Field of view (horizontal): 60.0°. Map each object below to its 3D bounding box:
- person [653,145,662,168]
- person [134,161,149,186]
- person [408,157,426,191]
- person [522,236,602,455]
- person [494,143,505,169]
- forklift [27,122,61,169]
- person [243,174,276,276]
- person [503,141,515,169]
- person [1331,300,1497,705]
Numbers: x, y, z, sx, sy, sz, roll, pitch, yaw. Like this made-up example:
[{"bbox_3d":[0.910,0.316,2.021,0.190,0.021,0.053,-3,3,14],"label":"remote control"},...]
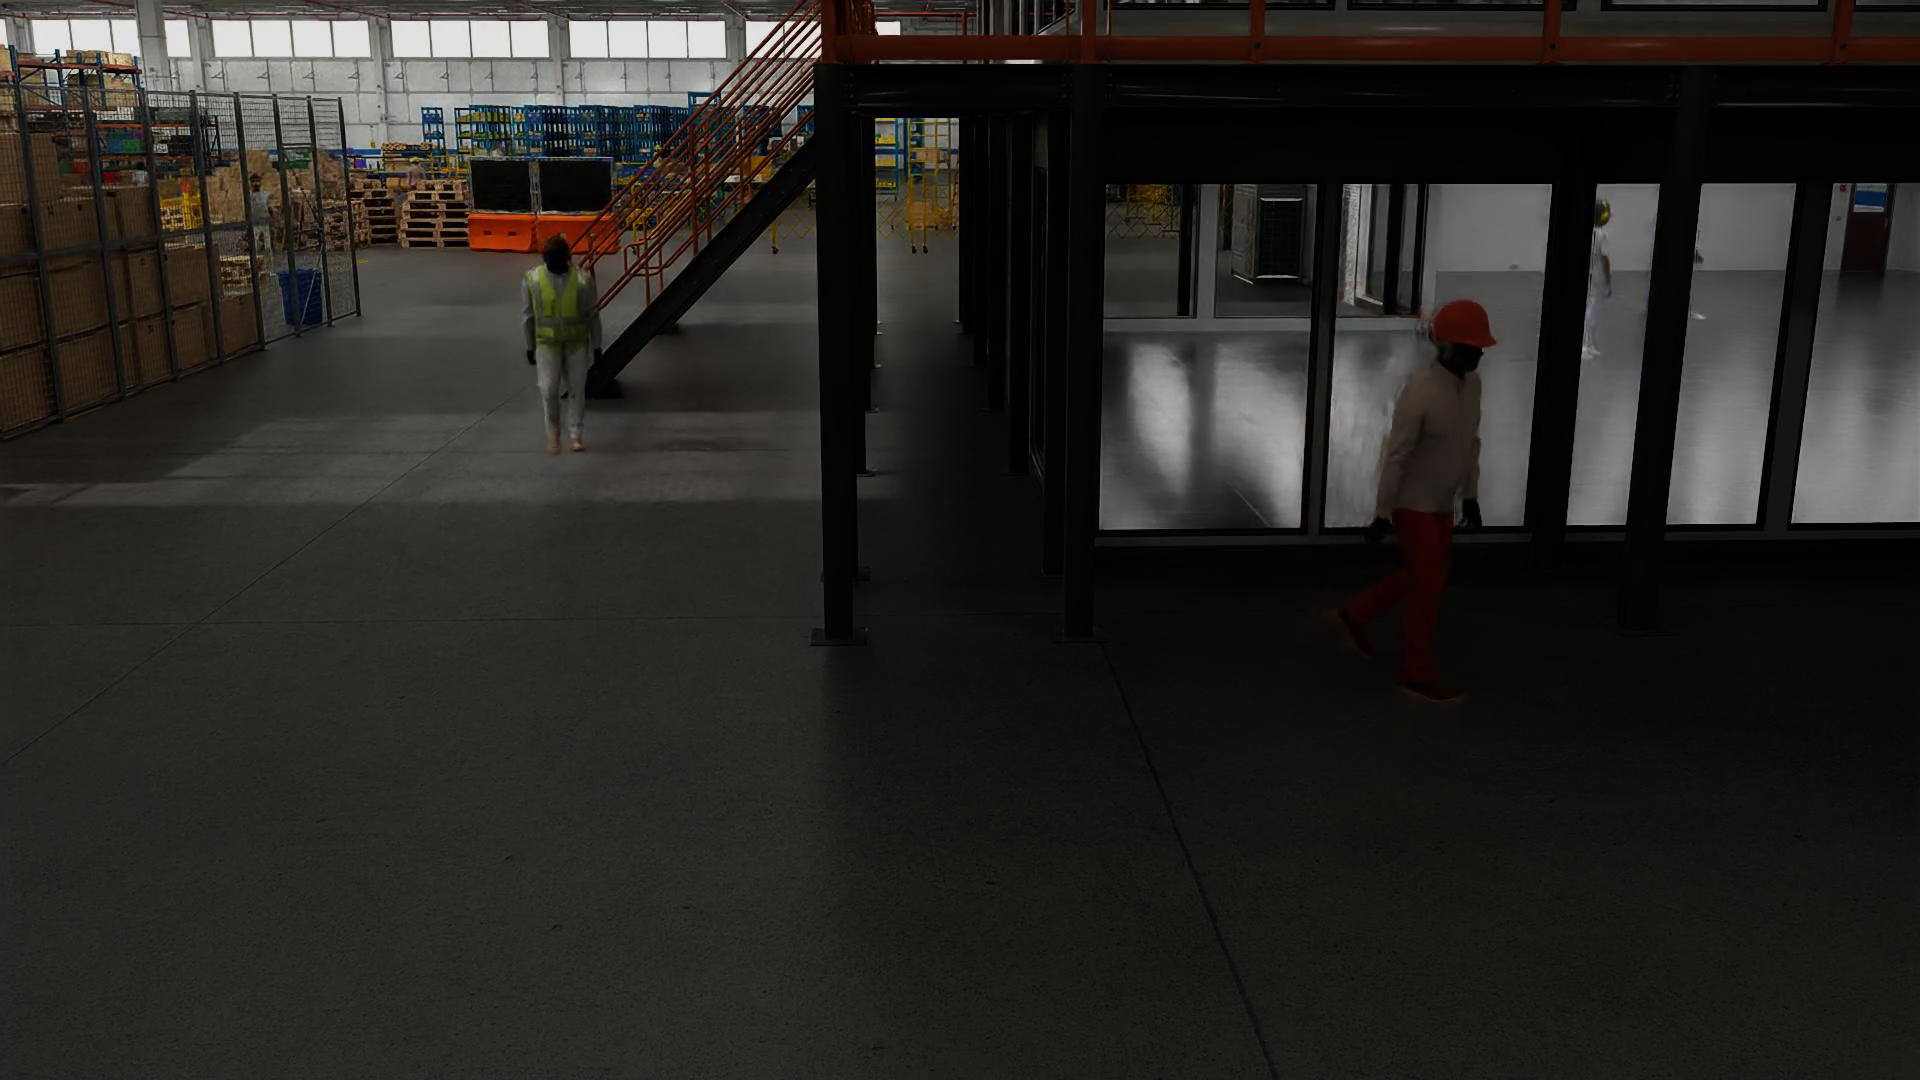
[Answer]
[{"bbox_3d":[-13.292,-16.443,73.177,0.403,1.834,0.589,-2,14,-8],"label":"person"},{"bbox_3d":[-24.054,-10.317,49.002,0.539,1.679,0.701,0,14,-1],"label":"person"},{"bbox_3d":[-17.024,-11.137,52.210,0.544,1.713,0.915,-2,14,-8],"label":"person"},{"bbox_3d":[-3.324,-1.617,13.955,0.633,1.818,0.616,-4,15,-15],"label":"person"},{"bbox_3d":[-21.029,-17.176,75.984,0.461,1.889,0.672,2,14,7],"label":"person"},{"bbox_3d":[-35.376,-14.773,64.377,1.129,2.768,1.873,-1,14,-2],"label":"forklift"},{"bbox_3d":[-12.754,-5.727,30.307,0.499,1.861,0.328,-9,17,-31],"label":"person"},{"bbox_3d":[-22.687,-19.221,84.030,0.846,1.958,0.616,-8,16,-28],"label":"person"},{"bbox_3d":[2.174,-0.203,8.028,0.787,1.955,0.623,13,19,41],"label":"person"}]
